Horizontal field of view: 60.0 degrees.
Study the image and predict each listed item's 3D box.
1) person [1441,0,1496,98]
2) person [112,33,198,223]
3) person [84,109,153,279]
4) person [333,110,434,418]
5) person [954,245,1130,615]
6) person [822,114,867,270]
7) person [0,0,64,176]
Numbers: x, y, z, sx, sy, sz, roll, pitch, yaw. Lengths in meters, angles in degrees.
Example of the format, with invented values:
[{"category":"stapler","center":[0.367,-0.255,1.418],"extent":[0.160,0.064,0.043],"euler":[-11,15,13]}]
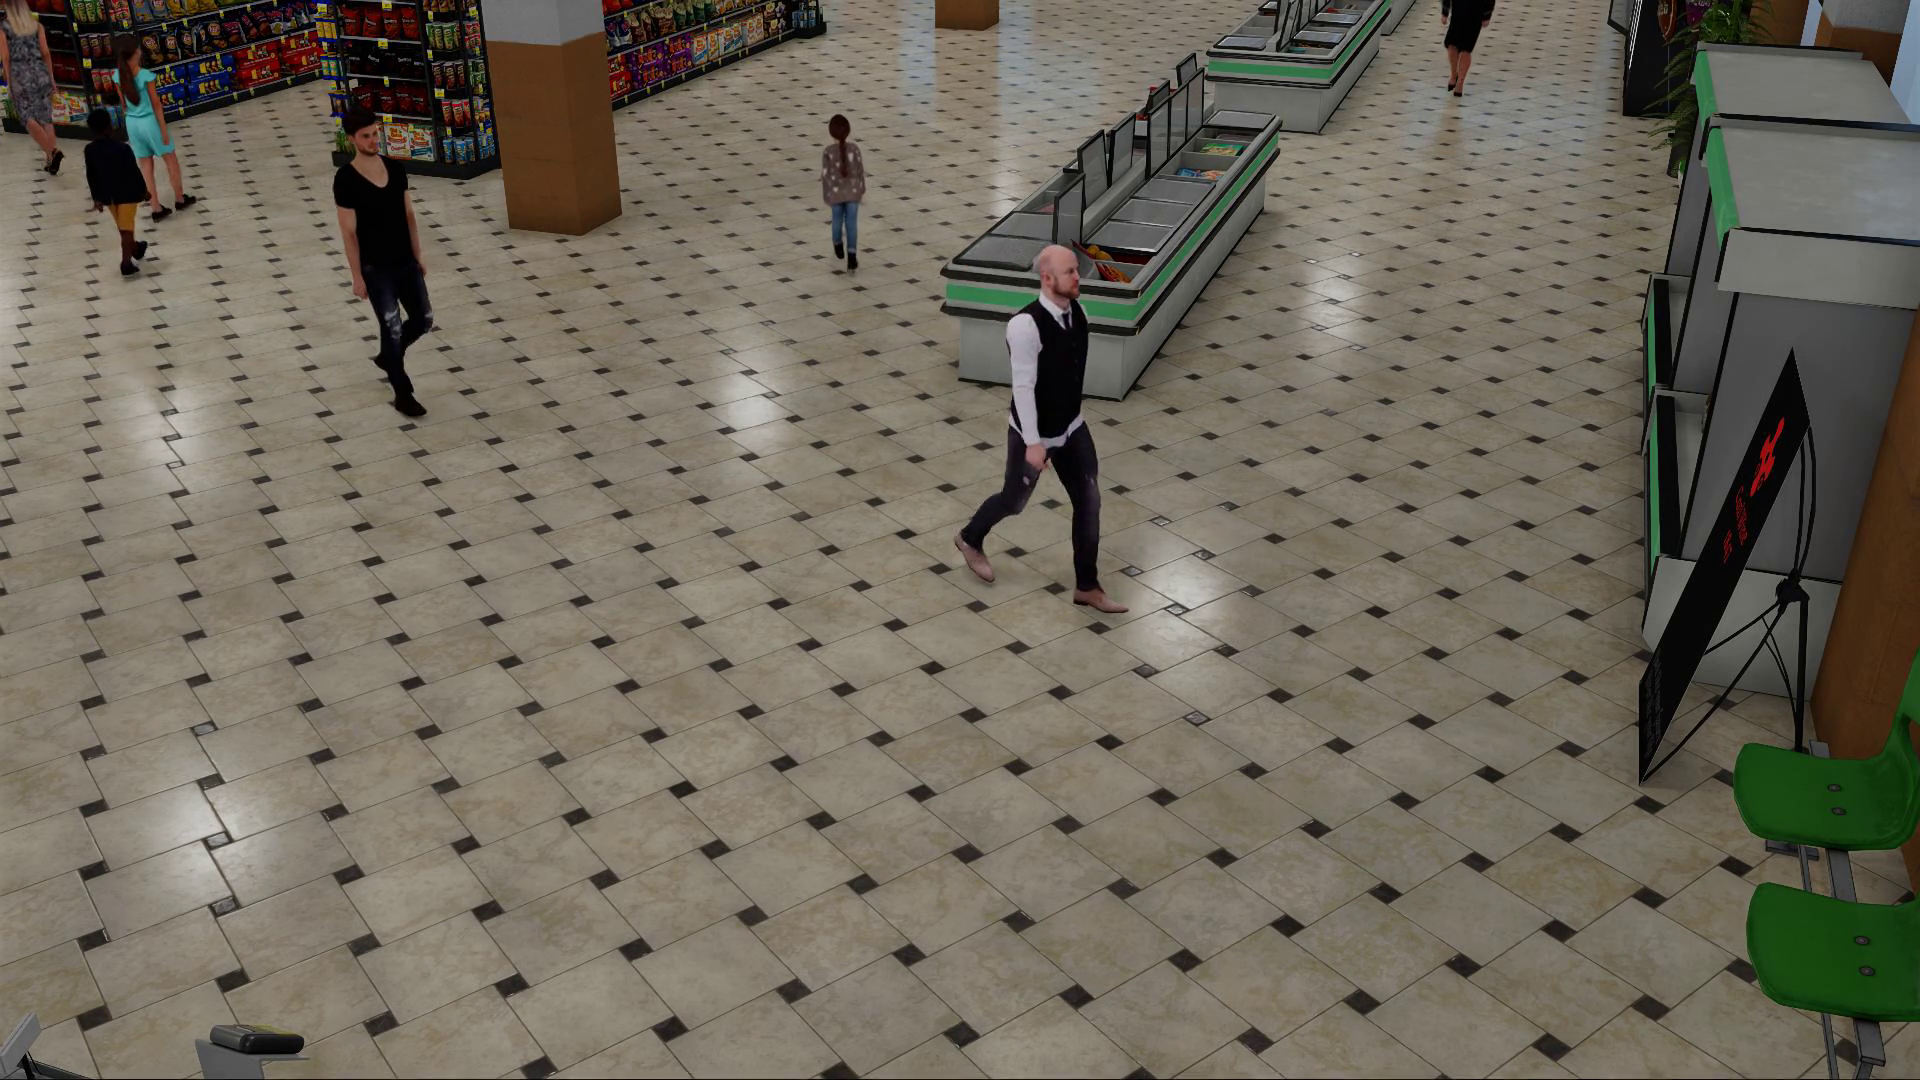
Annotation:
[{"category":"person","center":[5.643,-5.803,18.504],"extent":[0.699,1.667,0.620],"euler":[10,29,19]},{"category":"person","center":[-6.886,-3.452,14.002],"extent":[0.676,1.547,0.837],"euler":[2,27,3]},{"category":"person","center":[-6.445,-2.622,12.706],"extent":[0.709,1.239,0.929],"euler":[-1,27,-1]},{"category":"person","center":[-3.552,-1.693,10.162],"extent":[0.885,1.883,0.843],"euler":[20,33,34]},{"category":"person","center":[0.340,-0.510,7.939],"extent":[1.068,1.784,1.261],"euler":[23,35,37]},{"category":"person","center":[-0.887,-2.665,12.867],"extent":[0.690,1.169,0.888],"euler":[-2,27,-4]},{"category":"person","center":[-8.450,-4.127,15.184],"extent":[0.873,1.683,0.945],"euler":[24,35,39]}]
